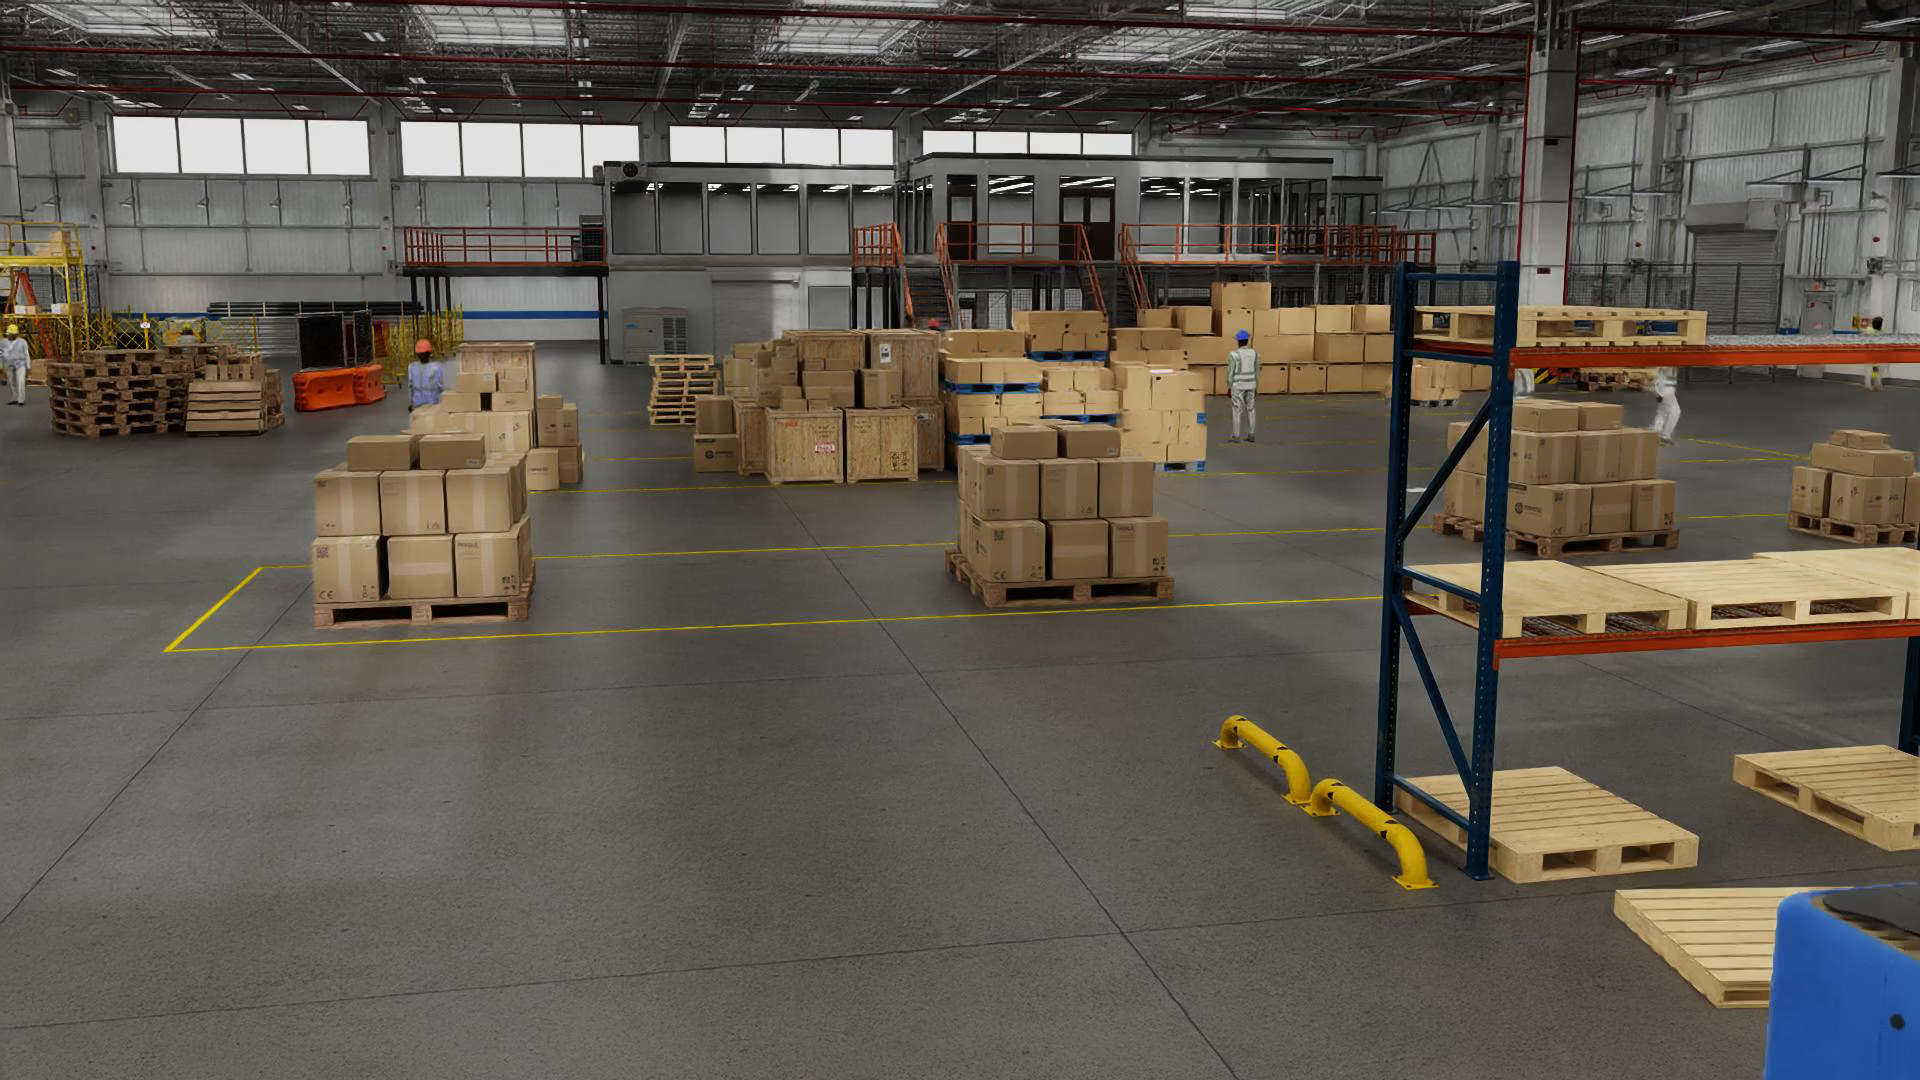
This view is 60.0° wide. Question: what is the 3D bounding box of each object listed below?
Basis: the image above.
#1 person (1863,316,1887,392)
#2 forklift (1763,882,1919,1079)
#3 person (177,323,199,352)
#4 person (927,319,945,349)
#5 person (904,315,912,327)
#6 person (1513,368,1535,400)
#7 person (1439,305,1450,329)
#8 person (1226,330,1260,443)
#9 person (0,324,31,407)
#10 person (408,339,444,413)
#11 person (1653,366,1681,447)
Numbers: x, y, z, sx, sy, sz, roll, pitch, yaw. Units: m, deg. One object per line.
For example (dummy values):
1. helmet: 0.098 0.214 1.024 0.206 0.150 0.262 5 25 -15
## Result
1. person: 22.013 -4.447 39.949 0.646 1.820 0.618 -1 9 -4
2. forklift: 3.493 0.795 4.780 1.873 2.768 1.129 -2 10 -12
3. person: -17.994 -4.207 38.800 0.496 1.719 0.788 -2 9 -11
4. person: -0.616 -3.824 35.955 0.548 1.882 0.992 -7 11 -35
5. person: -1.121 -4.366 39.294 0.800 1.891 0.590 -3 10 -18
6. person: 8.286 -1.961 24.710 0.815 1.860 0.583 8 12 41
7. person: 14.963 -6.289 51.111 0.514 1.841 0.327 4 10 24
8. person: 4.848 -2.631 28.546 0.604 1.938 0.425 -4 10 -21
9. person: -20.389 -3.764 35.913 0.622 1.794 0.713 -1 9 -9
10. person: -8.212 -2.150 25.663 0.562 1.917 0.679 1 9 8
11. person: 11.858 -2.472 27.769 0.571 1.864 0.581 3 10 17
